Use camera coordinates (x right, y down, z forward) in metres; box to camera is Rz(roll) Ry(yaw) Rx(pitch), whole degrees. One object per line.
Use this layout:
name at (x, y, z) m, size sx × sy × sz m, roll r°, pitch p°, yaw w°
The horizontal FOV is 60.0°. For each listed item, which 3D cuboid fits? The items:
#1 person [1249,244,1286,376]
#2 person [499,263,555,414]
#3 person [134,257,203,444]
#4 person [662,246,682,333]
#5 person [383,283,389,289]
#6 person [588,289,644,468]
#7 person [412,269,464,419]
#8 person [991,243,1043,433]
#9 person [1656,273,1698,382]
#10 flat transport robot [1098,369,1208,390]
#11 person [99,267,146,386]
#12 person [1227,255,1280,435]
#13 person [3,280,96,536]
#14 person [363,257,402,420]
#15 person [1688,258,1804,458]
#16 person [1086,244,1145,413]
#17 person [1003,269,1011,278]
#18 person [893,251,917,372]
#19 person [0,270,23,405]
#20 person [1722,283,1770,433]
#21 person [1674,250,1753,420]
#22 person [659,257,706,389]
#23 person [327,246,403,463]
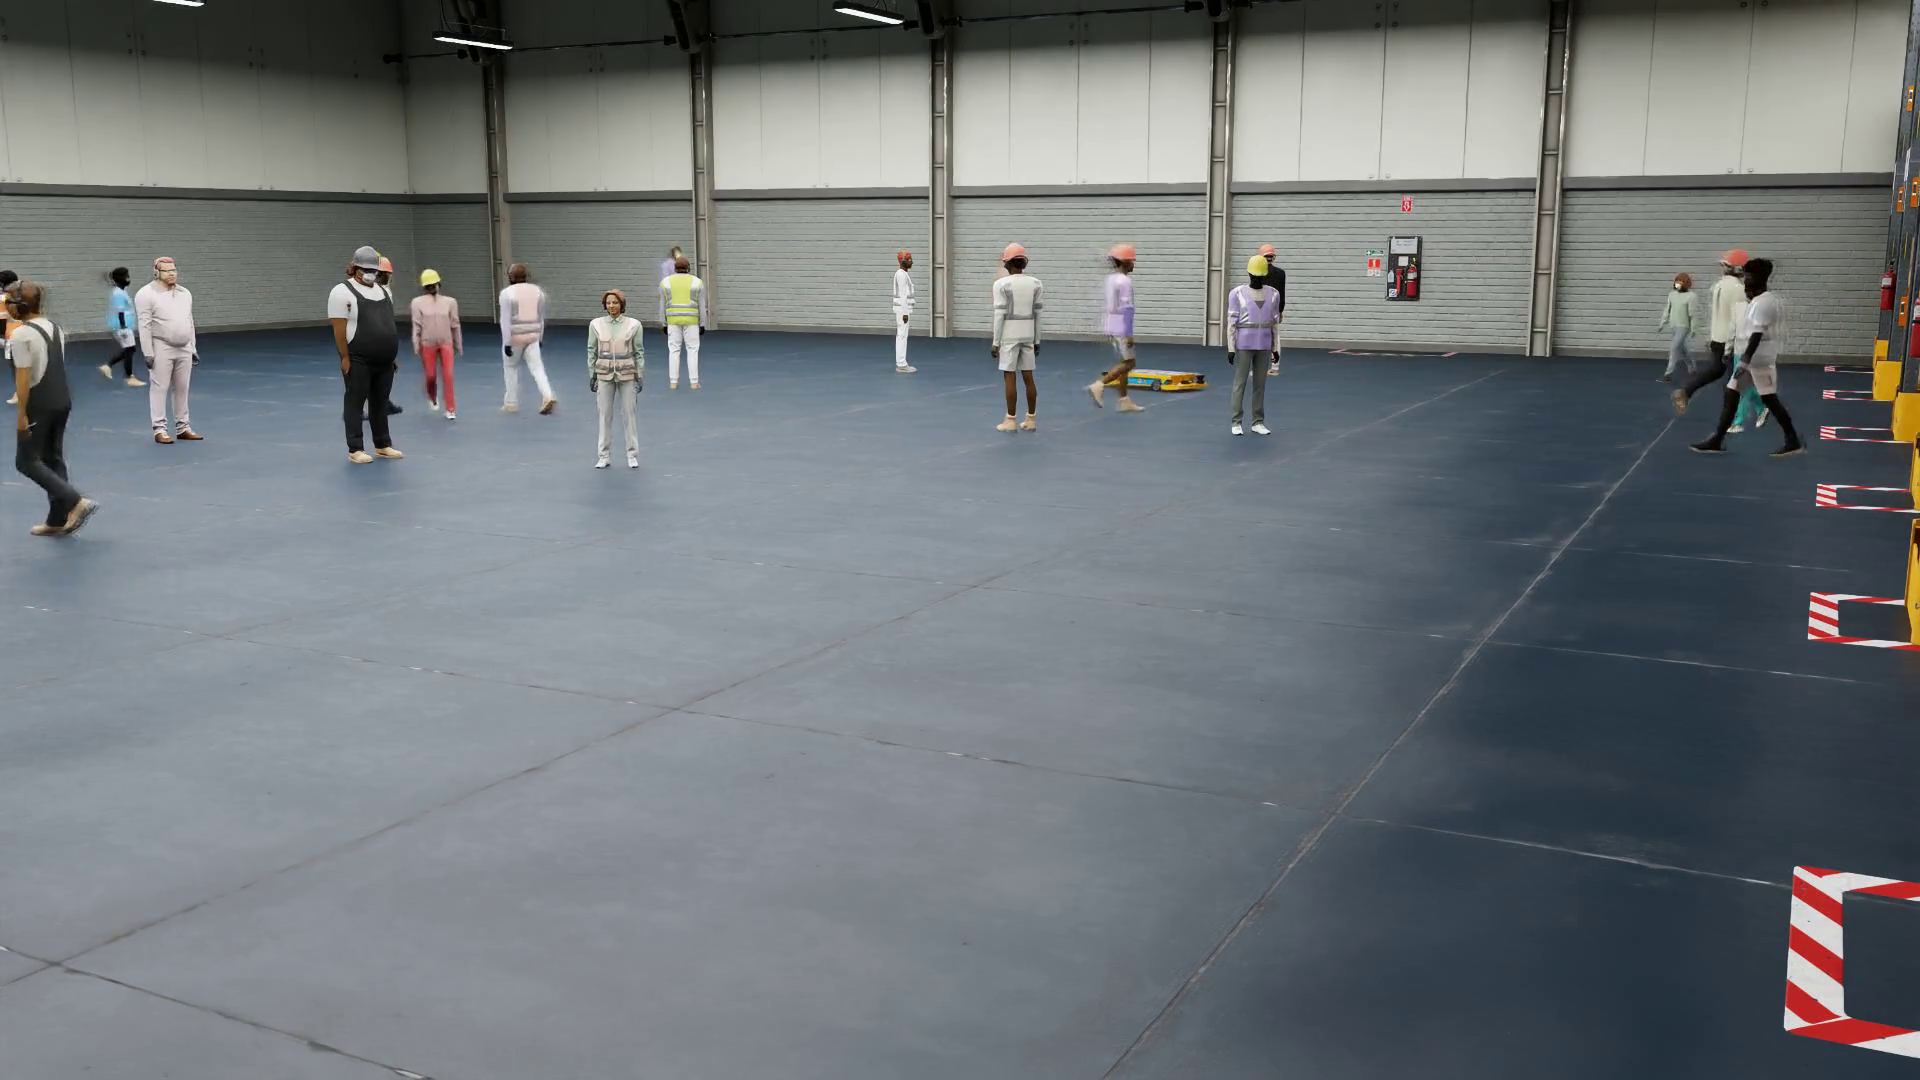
person at (4.635, -3.478, 25.220) m, size 0.612 × 1.994 × 0.394 m, roll -4°, pitch 11°, yaw -21°
person at (-5.204, -2.402, 19.882) m, size 0.904 × 1.814 × 0.628 m, roll 10°, pitch 14°, yaw 43°
person at (-8.132, -1.956, 17.164) m, size 0.399 × 1.909 × 0.642 m, roll 5°, pitch 12°, yaw 25°
person at (-6.044, -5.279, 35.272) m, size 0.637 × 1.920 × 0.827 m, roll -8°, pitch 13°, yaw -37°
person at (-11.854, -4.962, 33.804) m, size 0.565 × 1.811 × 0.606 m, roll 7°, pitch 13°, yaw 35°
person at (-3.156, -1.476, 15.276) m, size 0.510 × 1.640 × 0.308 m, roll -1°, pitch 10°, yaw -5°
person at (-6.098, -2.291, 19.425) m, size 0.575 × 1.743 × 0.540 m, roll -4°, pitch 11°, yaw -22°
person at (0.597, -2.182, 18.031) m, size 0.615 × 2.038 × 0.395 m, roll -6°, pitch 12°, yaw -30°
person at (10.567, -3.114, 24.332) m, size 0.844 × 1.594 × 0.501 m, roll -4°, pitch 11°, yaw -19°
flat transport robot at (2.684, -2.245, 23.205) m, size 1.431 × 0.197 × 0.652 m, roll 10°, pitch 14°, yaw 44°
person at (-11.848, -2.993, 23.423) m, size 0.505 × 1.687 × 0.535 m, roll -4°, pitch 11°, yaw -23°
person at (3.148, -2.072, 17.775) m, size 0.594 × 1.913 × 0.389 m, roll -3°, pitch 11°, yaw -15°
person at (-6.375, -0.902, 11.657) m, size 0.509 × 1.826 × 0.558 m, roll 1°, pitch 10°, yaw 7°
person at (-6.890, -2.355, 19.445) m, size 0.604 × 1.882 × 0.914 m, roll 7°, pitch 12°, yaw 33°
person at (7.683, -1.753, 16.028) m, size 0.997 × 1.924 × 0.602 m, roll 2°, pitch 11°, yaw 13°
person at (1.881, -2.511, 19.854) m, size 0.663 × 2.031 × 0.621 m, roll -2°, pitch 11°, yaw -10°
person at (1.025, -3.953, 28.096) m, size 0.620 × 1.887 × 0.686 m, roll -1°, pitch 10°, yaw -7°
person at (-0.868, -3.562, 25.988) m, size 0.351 × 1.882 × 0.581 m, roll -1°, pitch 10°, yaw -5°
person at (-11.920, -2.555, 21.015) m, size 0.322 × 1.691 × 0.535 m, roll 3°, pitch 11°, yaw 16°
person at (8.625, -2.035, 18.052) m, size 0.778 × 1.740 × 0.518 m, roll -5°, pitch 11°, yaw -25°
person at (8.780, -2.359, 19.201) m, size 0.790 × 1.969 × 0.623 m, roll 0°, pitch 10°, yaw -1°
person at (-3.848, -3.014, 23.148) m, size 0.628 × 1.836 × 0.430 m, roll 0°, pitch 10°, yaw -2°
person at (-5.555, -1.755, 15.705) m, size 0.535 × 2.000 × 0.673 m, roll 6°, pitch 12°, yaw 28°
